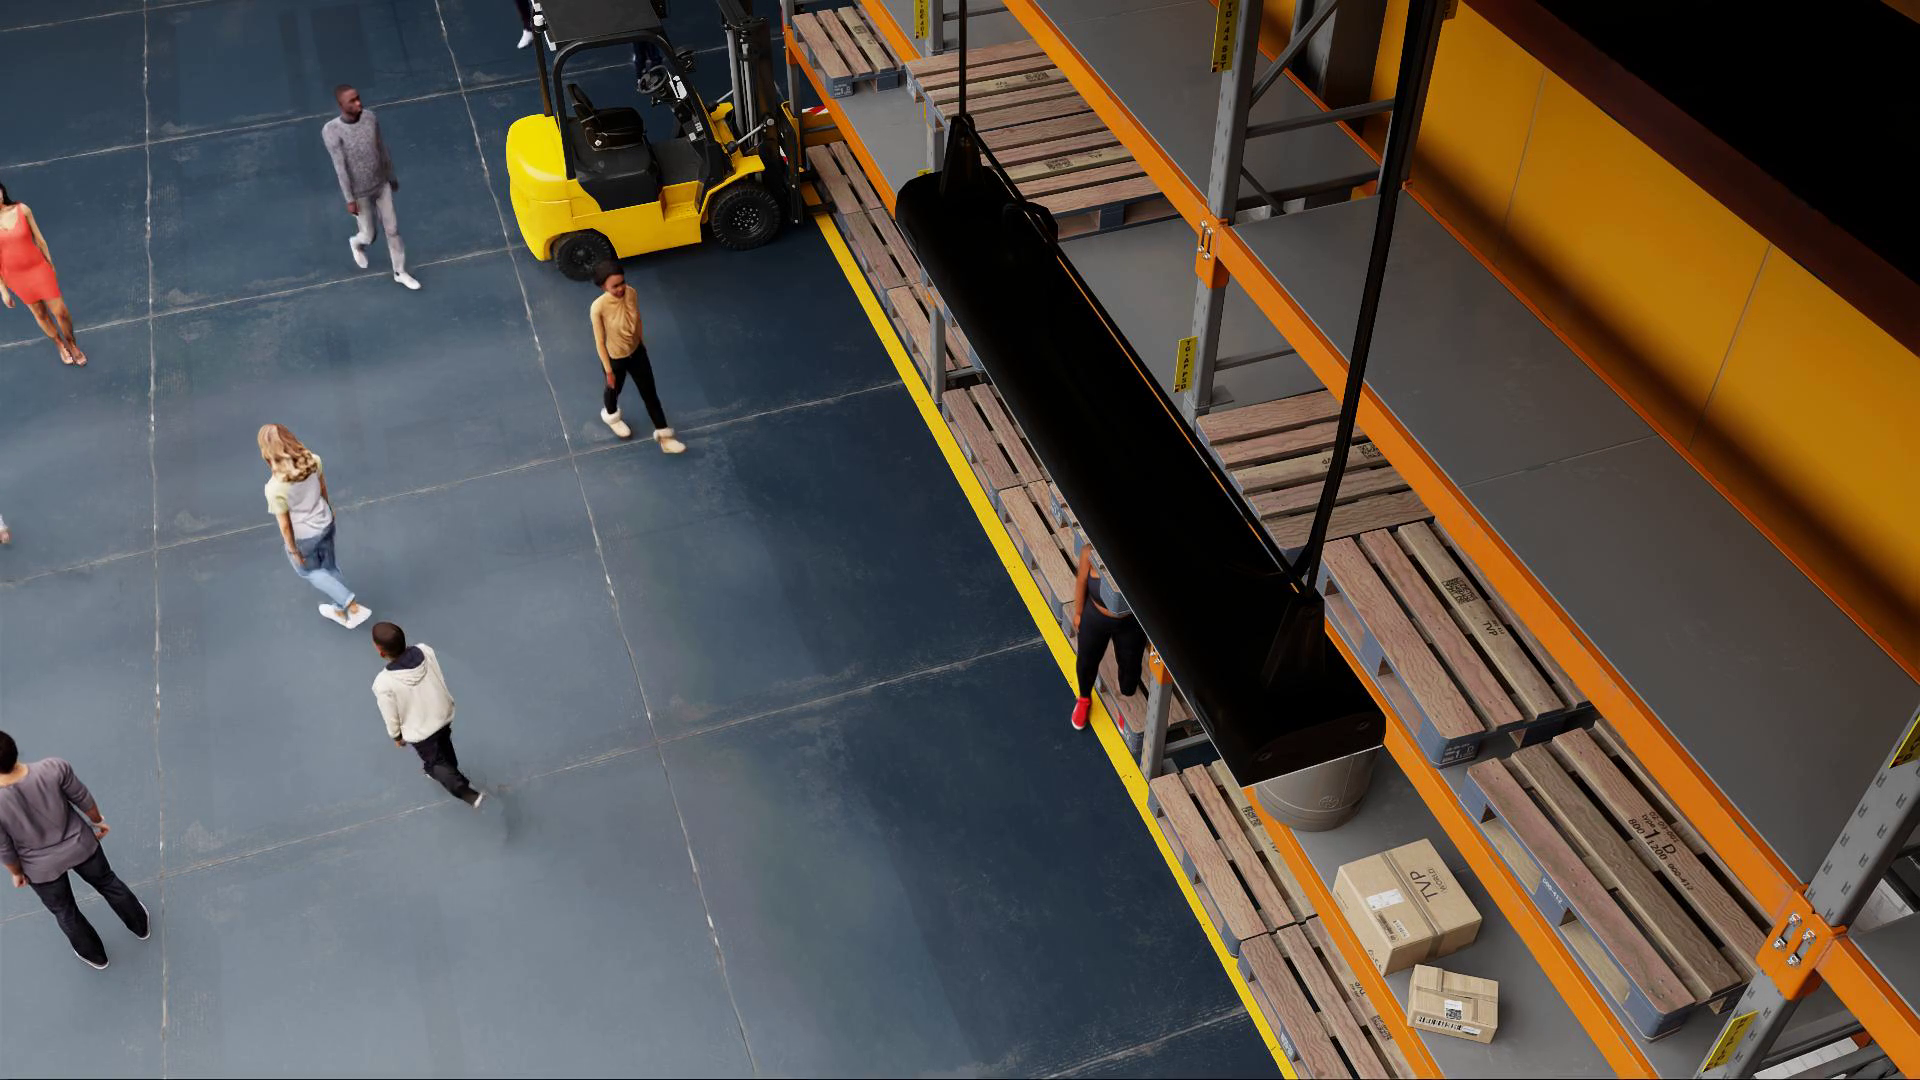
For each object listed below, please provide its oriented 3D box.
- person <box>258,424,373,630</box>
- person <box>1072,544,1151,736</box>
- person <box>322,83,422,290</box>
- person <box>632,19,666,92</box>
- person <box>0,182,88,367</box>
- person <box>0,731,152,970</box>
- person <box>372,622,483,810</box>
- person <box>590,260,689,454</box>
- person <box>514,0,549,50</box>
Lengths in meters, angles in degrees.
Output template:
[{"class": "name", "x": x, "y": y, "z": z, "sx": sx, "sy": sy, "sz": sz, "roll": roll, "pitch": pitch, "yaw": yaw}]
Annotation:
[{"class": "person", "x": -4.143, "y": -0.032, "z": 10.812, "sx": 0.899, "sy": 1.710, "sz": 0.837, "roll": 18, "pitch": 46, "yaw": 18}, {"class": "person", "x": 0.948, "y": 0.471, "z": 10.207, "sx": 0.763, "sy": 1.816, "sz": 0.777, "roll": 6, "pitch": 44, "yaw": 6}, {"class": "person", "x": -4.949, "y": -2.935, "z": 13.777, "sx": 1.086, "sy": 1.823, "sz": 0.964, "roll": 29, "pitch": 51, "yaw": 27}, {"class": "person", "x": -3.108, "y": -5.022, "z": 16.379, "sx": 0.550, "sy": 1.255, "sz": 0.549, "roll": -1, "pitch": 44, "yaw": -1}, {"class": "person", "x": -7.311, "y": -2.116, "z": 13.002, "sx": 0.665, "sy": 1.704, "sz": 0.670, "roll": -25, "pitch": 49, "yaw": -24}, {"class": "person", "x": -4.865, "y": 1.651, "z": 8.941, "sx": 0.705, "sy": 1.853, "sz": 0.750, "roll": 34, "pitch": 53, "yaw": 30}, {"class": "person", "x": -3.102, "y": 1.085, "z": 9.849, "sx": 0.961, "sy": 1.420, "sz": 0.854, "roll": 27, "pitch": 50, "yaw": 25}, {"class": "person", "x": -2.545, "y": -1.382, "z": 12.296, "sx": 0.897, "sy": 1.616, "sz": 1.165, "roll": -34, "pitch": 53, "yaw": -30}, {"class": "person", "x": -4.317, "y": -5.966, "z": 17.001, "sx": 0.814, "sy": 1.764, "sz": 0.882, "roll": 11, "pitch": 45, "yaw": 11}]
